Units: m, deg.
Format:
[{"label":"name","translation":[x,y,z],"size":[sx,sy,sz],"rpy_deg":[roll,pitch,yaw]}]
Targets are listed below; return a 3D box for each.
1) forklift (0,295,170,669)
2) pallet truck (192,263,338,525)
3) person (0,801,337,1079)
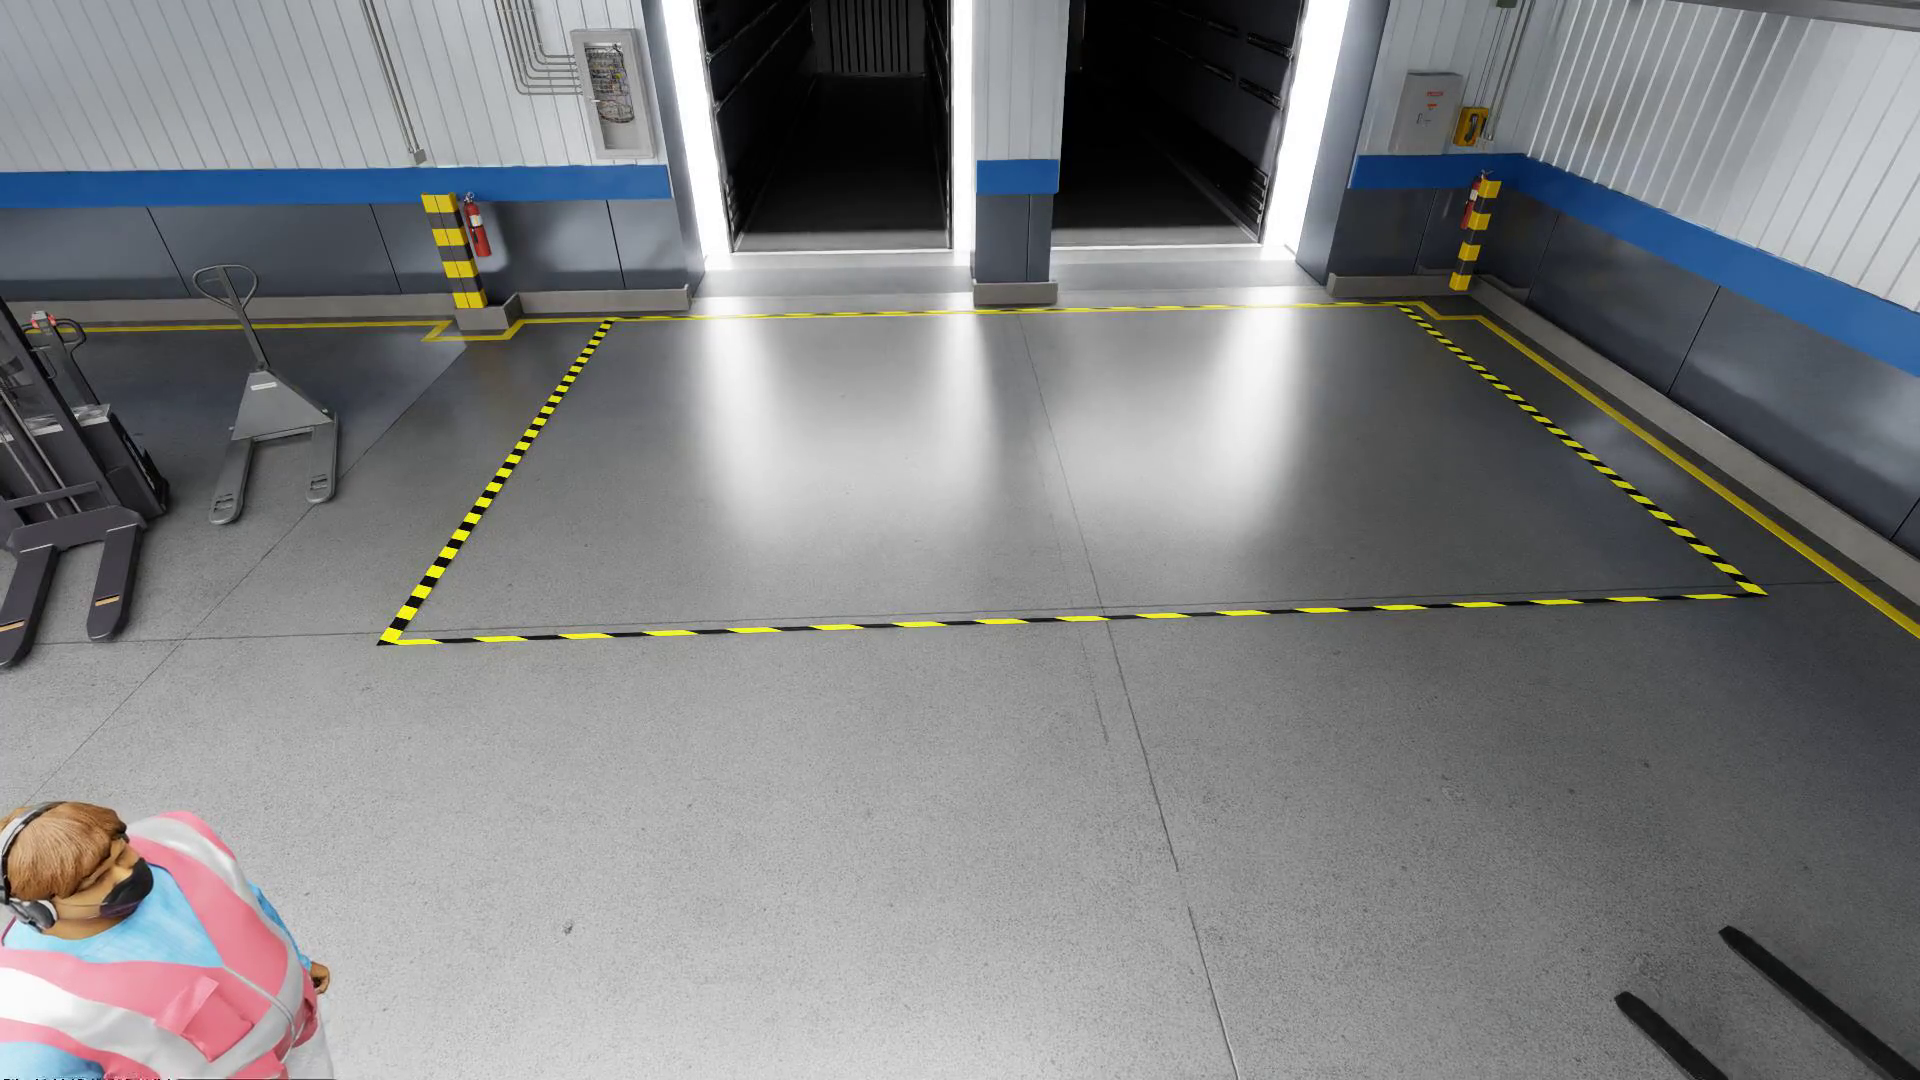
[{"label":"forklift","translation":[-5.212,-0.618,4.878],"size":[0.823,1.965,1.885],"rpy_deg":[-20,39,-26]},{"label":"pallet truck","translation":[-4.778,-1.027,6.128],"size":[0.680,1.201,1.601],"rpy_deg":[-17,38,-23]},{"label":"person","translation":[-1.801,1.286,2.277],"size":[0.431,1.843,0.623],"rpy_deg":[-1,35,-1]}]
